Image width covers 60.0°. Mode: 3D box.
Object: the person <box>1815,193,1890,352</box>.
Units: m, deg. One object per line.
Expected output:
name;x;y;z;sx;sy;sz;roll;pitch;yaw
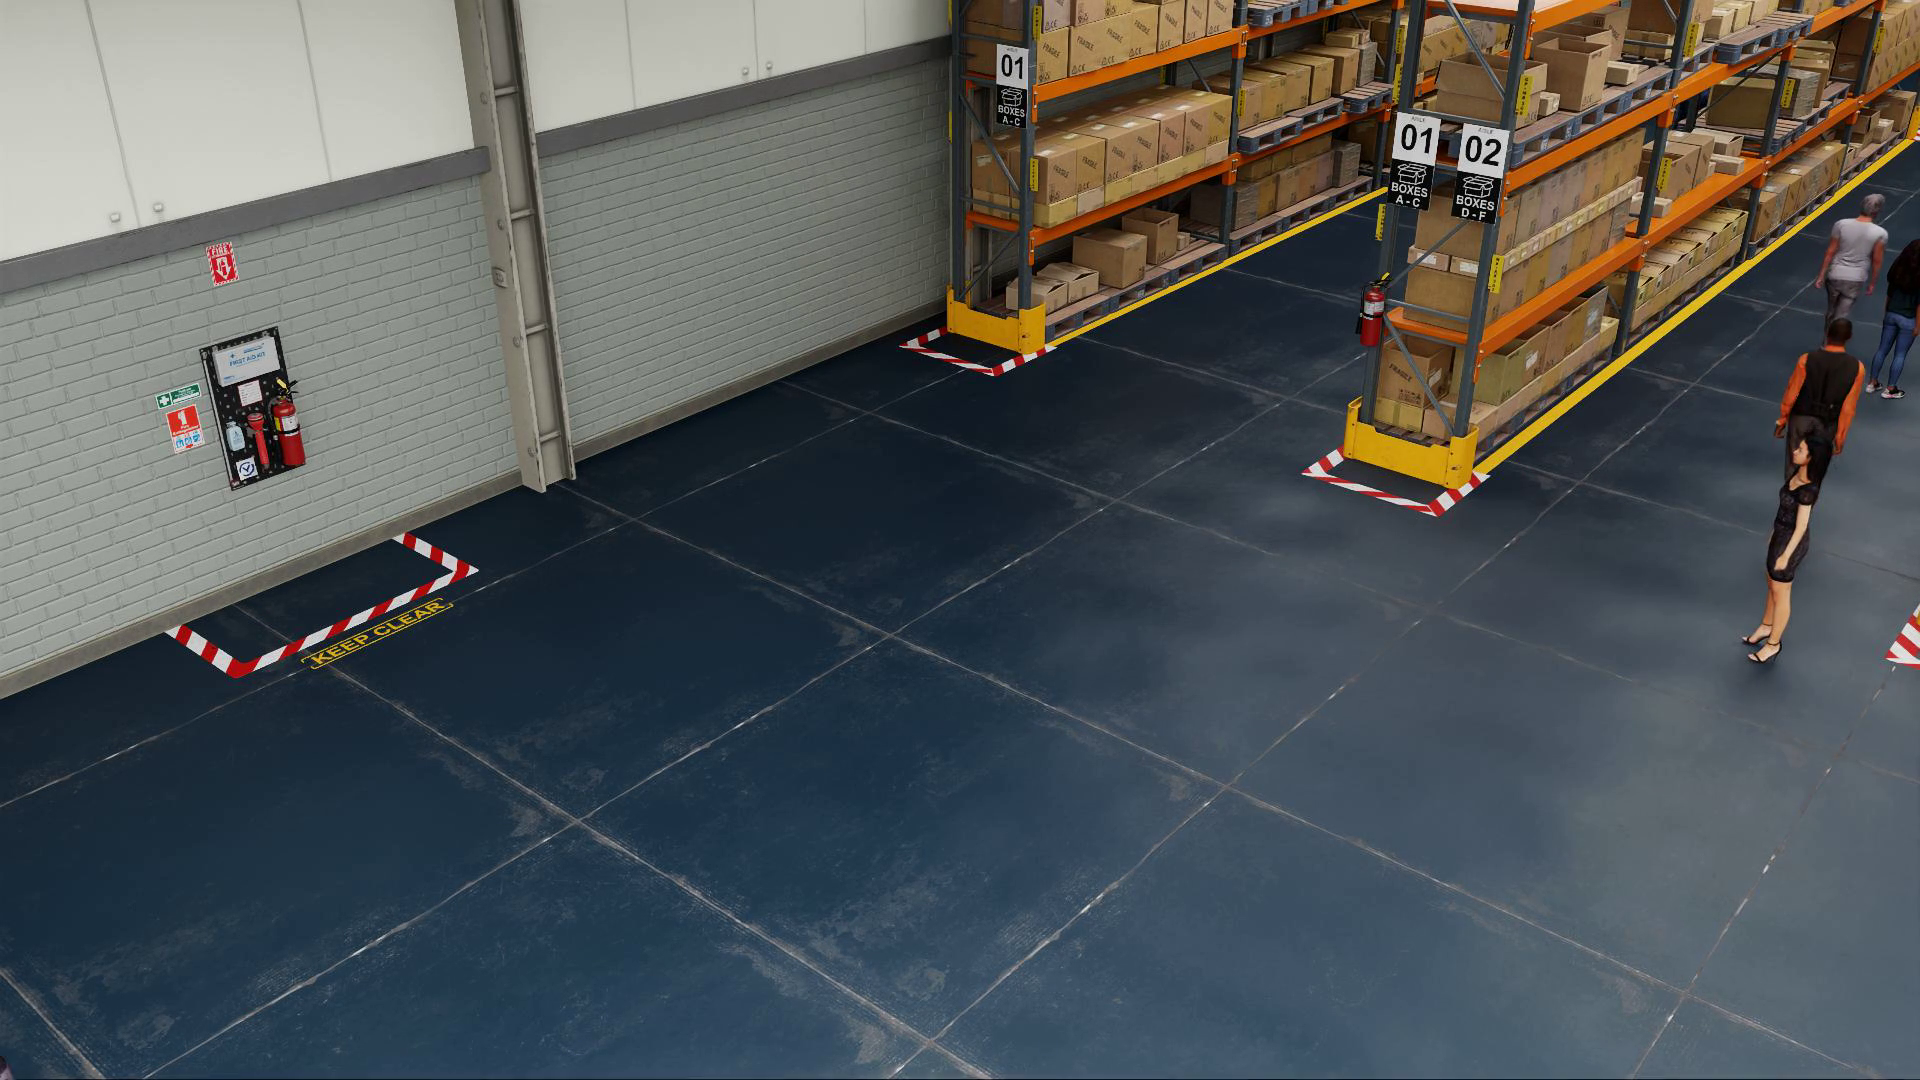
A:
person;9.108;-2.623;17.118;0.706;1.766;1.196;21;35;34

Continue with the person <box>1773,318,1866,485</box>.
person;7.038;-0.876;13.724;0.982;1.873;1.333;10;30;18

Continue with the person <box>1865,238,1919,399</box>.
person;9.341;-2.205;16.493;0.706;1.617;0.685;-14;31;-25

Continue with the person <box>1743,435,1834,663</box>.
person;6.002;0.057;12.059;0.717;1.791;0.569;8;29;14
